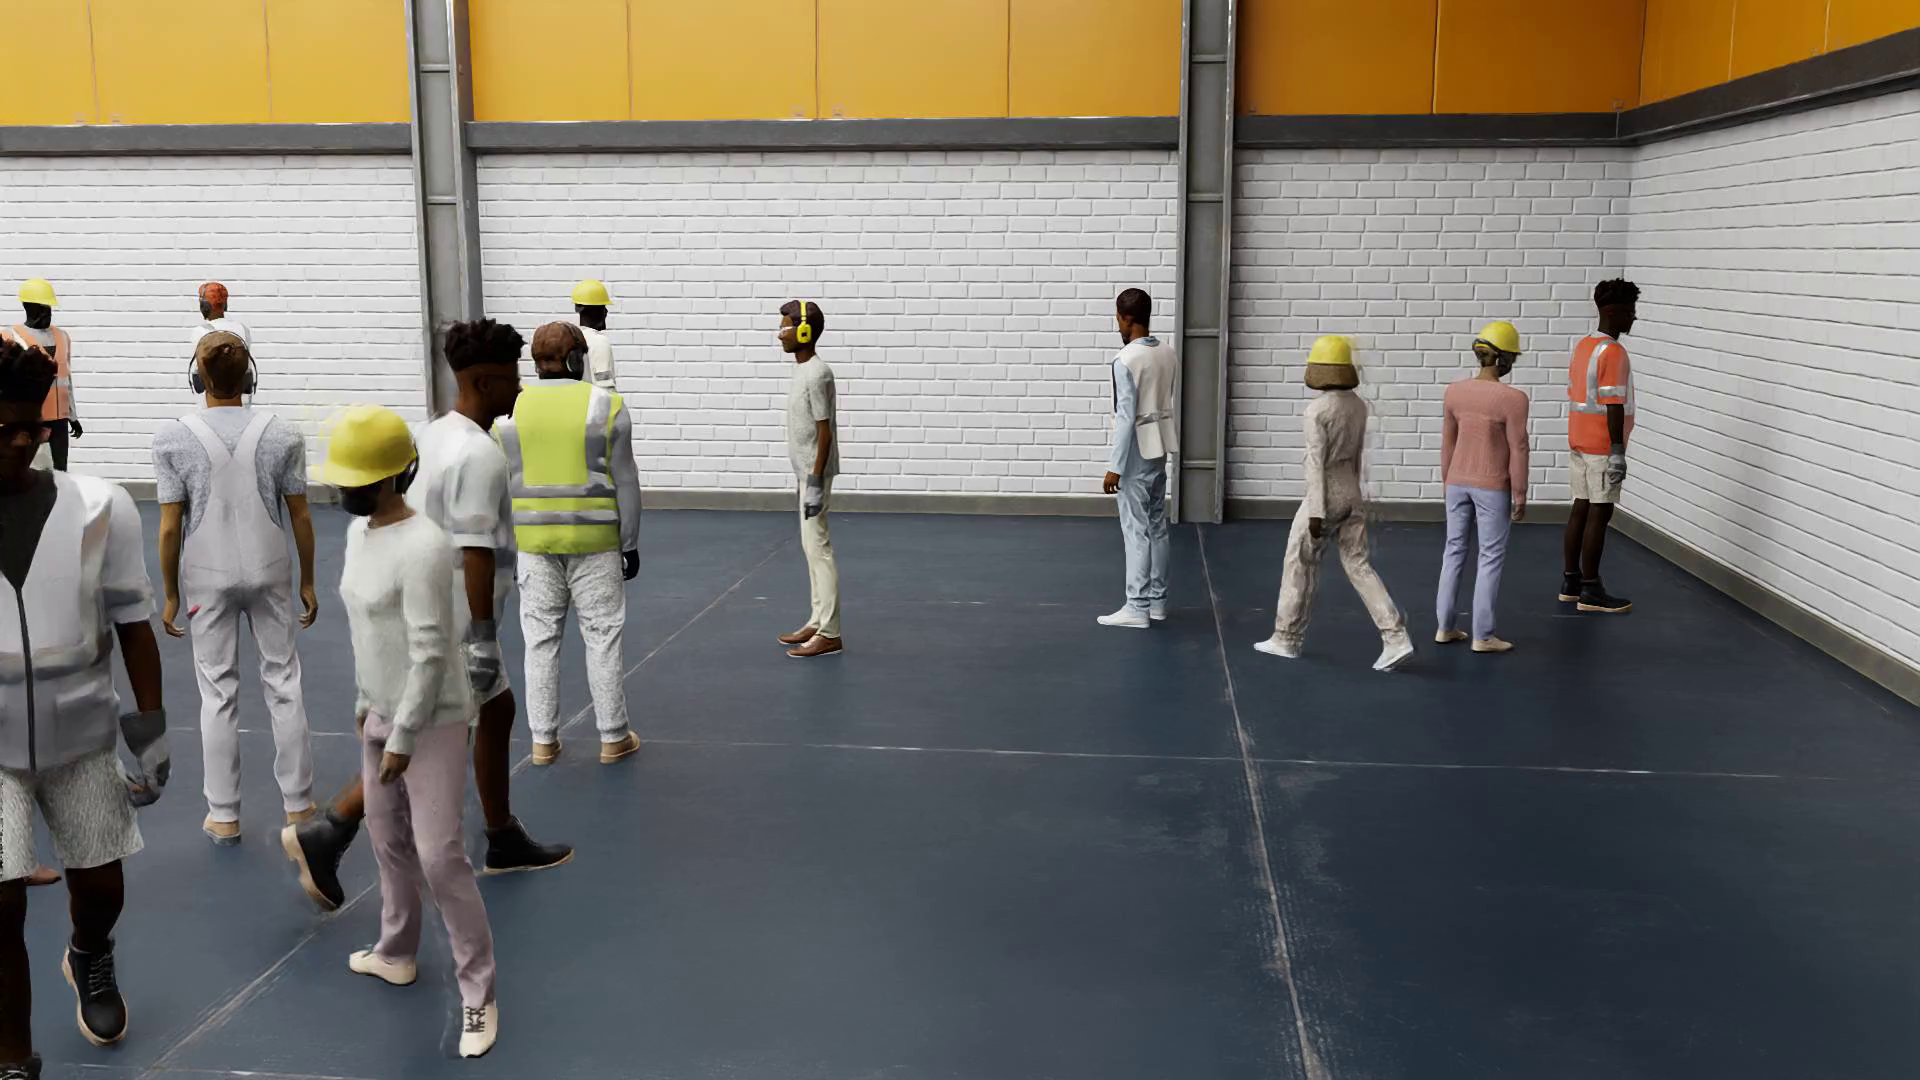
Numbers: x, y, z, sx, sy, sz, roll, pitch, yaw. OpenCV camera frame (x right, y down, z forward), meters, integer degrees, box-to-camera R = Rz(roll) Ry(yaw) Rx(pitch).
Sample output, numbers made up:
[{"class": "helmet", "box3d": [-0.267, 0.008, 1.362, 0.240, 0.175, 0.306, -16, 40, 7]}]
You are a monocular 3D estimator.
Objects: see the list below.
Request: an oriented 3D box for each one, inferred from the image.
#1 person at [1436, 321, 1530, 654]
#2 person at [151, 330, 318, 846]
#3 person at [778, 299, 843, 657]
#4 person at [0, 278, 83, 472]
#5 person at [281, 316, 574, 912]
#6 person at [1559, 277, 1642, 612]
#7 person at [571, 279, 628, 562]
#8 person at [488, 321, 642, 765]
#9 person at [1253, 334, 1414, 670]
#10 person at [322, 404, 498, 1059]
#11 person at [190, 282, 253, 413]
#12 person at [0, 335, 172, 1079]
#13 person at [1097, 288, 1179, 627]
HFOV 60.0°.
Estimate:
[{"class": "person", "box3d": [2.781, -0.275, 8.814, 0.336, 1.757, 0.532, -7, 12, -36]}, {"class": "person", "box3d": [-2.589, 0.173, 5.980, 0.519, 1.844, 0.330, -5, 11, -28]}, {"class": "person", "box3d": [-0.794, -0.319, 8.728, 0.327, 1.871, 0.514, -2, 10, -10]}, {"class": "person", "box3d": [-6.573, -0.909, 11.941, 0.365, 1.927, 0.587, 3, 10, 17]}, {"class": "person", "box3d": [-1.750, 0.244, 5.391, 0.884, 1.929, 0.619, -5, 11, -28]}, {"class": "person", "box3d": [3.800, -0.564, 9.857, 0.361, 1.963, 0.617, 0, 10, 0]}, {"class": "person", "box3d": [-2.495, -0.798, 11.301, 0.369, 1.928, 0.585, -10, 14, -44]}, {"class": "person", "box3d": [-1.617, 0.021, 6.877, 0.619, 1.839, 0.430, 0, 10, 0]}, {"class": "person", "box3d": [1.950, -0.191, 8.482, 0.492, 1.708, 0.872, -8, 13, -40]}, {"class": "person", "box3d": [-1.567, 0.482, 4.556, 0.349, 1.730, 0.789, -9, 13, -41]}, {"class": "person", "box3d": [-5.585, -1.008, 12.632, 0.337, 1.882, 0.583, 3, 10, 16]}, {"class": "person", "box3d": [-2.280, 0.468, 4.055, 0.618, 1.946, 0.705, -7, 12, -37]}, {"class": "person", "box3d": [1.022, -0.458, 9.401, 0.390, 1.913, 0.588, 7, 12, 33]}]
